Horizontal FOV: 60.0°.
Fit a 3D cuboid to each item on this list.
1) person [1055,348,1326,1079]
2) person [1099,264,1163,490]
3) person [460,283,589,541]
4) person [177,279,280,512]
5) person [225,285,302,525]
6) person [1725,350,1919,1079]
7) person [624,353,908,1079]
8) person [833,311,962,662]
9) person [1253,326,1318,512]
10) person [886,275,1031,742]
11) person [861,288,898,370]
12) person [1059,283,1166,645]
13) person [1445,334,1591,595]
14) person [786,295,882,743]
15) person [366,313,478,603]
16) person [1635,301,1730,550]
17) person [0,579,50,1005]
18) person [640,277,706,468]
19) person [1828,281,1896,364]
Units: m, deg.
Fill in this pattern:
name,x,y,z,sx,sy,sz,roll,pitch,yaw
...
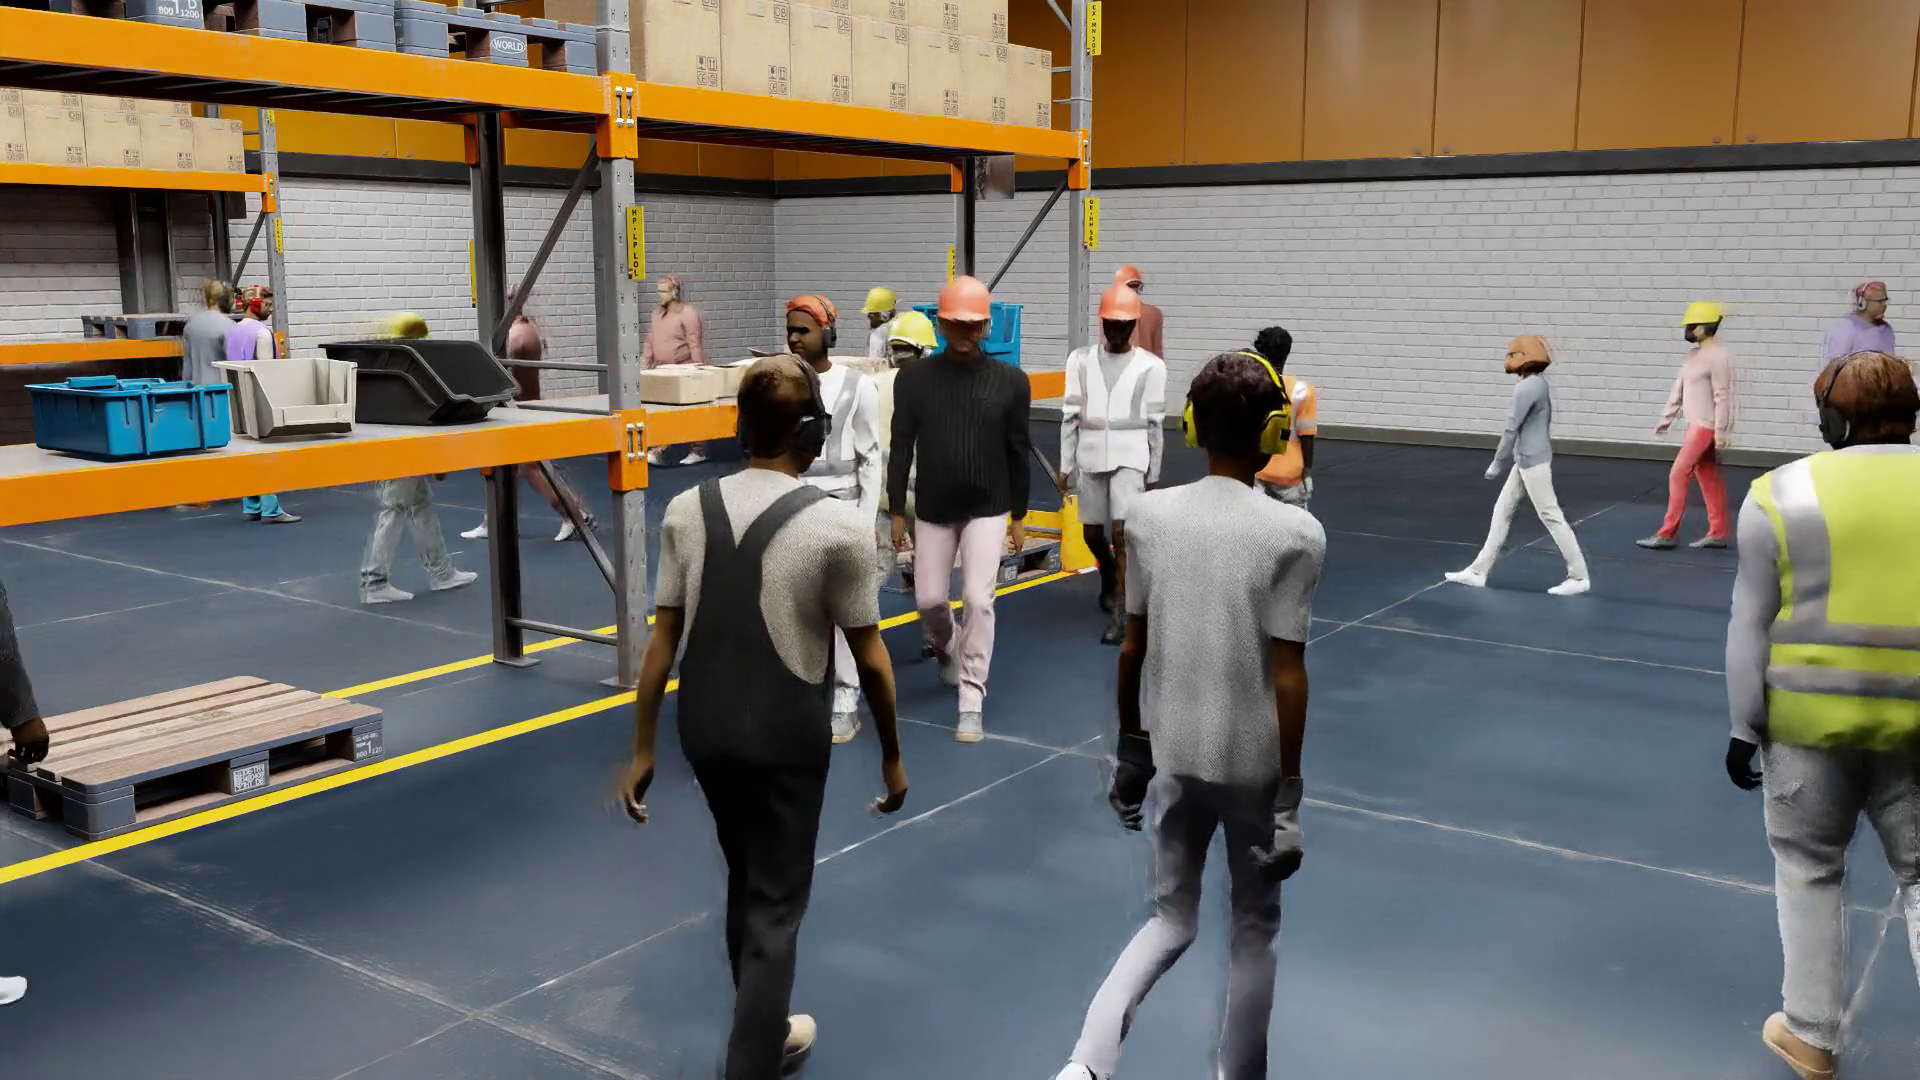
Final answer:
name,x,y,z,sx,sy,sz,roll,pitch,yaw
person,0.504,0.513,3.611,0.523,1.847,0.687,8,12,38
person,1.491,-1.414,14.609,0.618,1.997,0.387,-3,10,-19
person,-3.145,-0.911,11.971,0.924,1.875,0.650,0,10,-2
person,-6.048,-1.189,13.631,0.637,1.876,1.041,7,12,34
person,-5.412,-1.033,12.793,0.564,1.837,0.388,8,12,38
person,2.169,0.468,3.946,0.652,1.819,0.649,3,10,15
person,-0.419,0.481,3.850,0.580,1.809,0.796,4,10,22
person,-0.313,-0.217,8.120,0.591,1.791,0.913,6,11,32
person,1.783,-0.391,9.502,0.540,1.643,0.881,4,10,22
person,0.001,-0.161,7.235,0.625,1.969,0.756,1,10,5
person,-0.573,-1.192,13.901,0.405,1.806,0.721,5,11,28
person,0.845,-0.436,9.040,0.555,1.912,0.823,3,10,17
person,3.467,-0.459,10.139,0.874,1.575,0.494,4,11,25
person,-0.604,-0.084,7.009,0.574,1.882,0.358,5,11,25
person,-3.234,-0.497,9.975,0.824,1.706,0.502,-7,12,-35
person,5.056,-0.784,11.603,0.767,1.737,0.529,1,10,7
person,-2.580,0.374,4.232,0.610,1.893,0.650,5,11,28
person,-2.881,-1.629,16.290,1.009,1.857,0.662,-8,13,-41
person,6.980,-1.077,12.960,0.649,1.877,0.862,-6,11,-32
